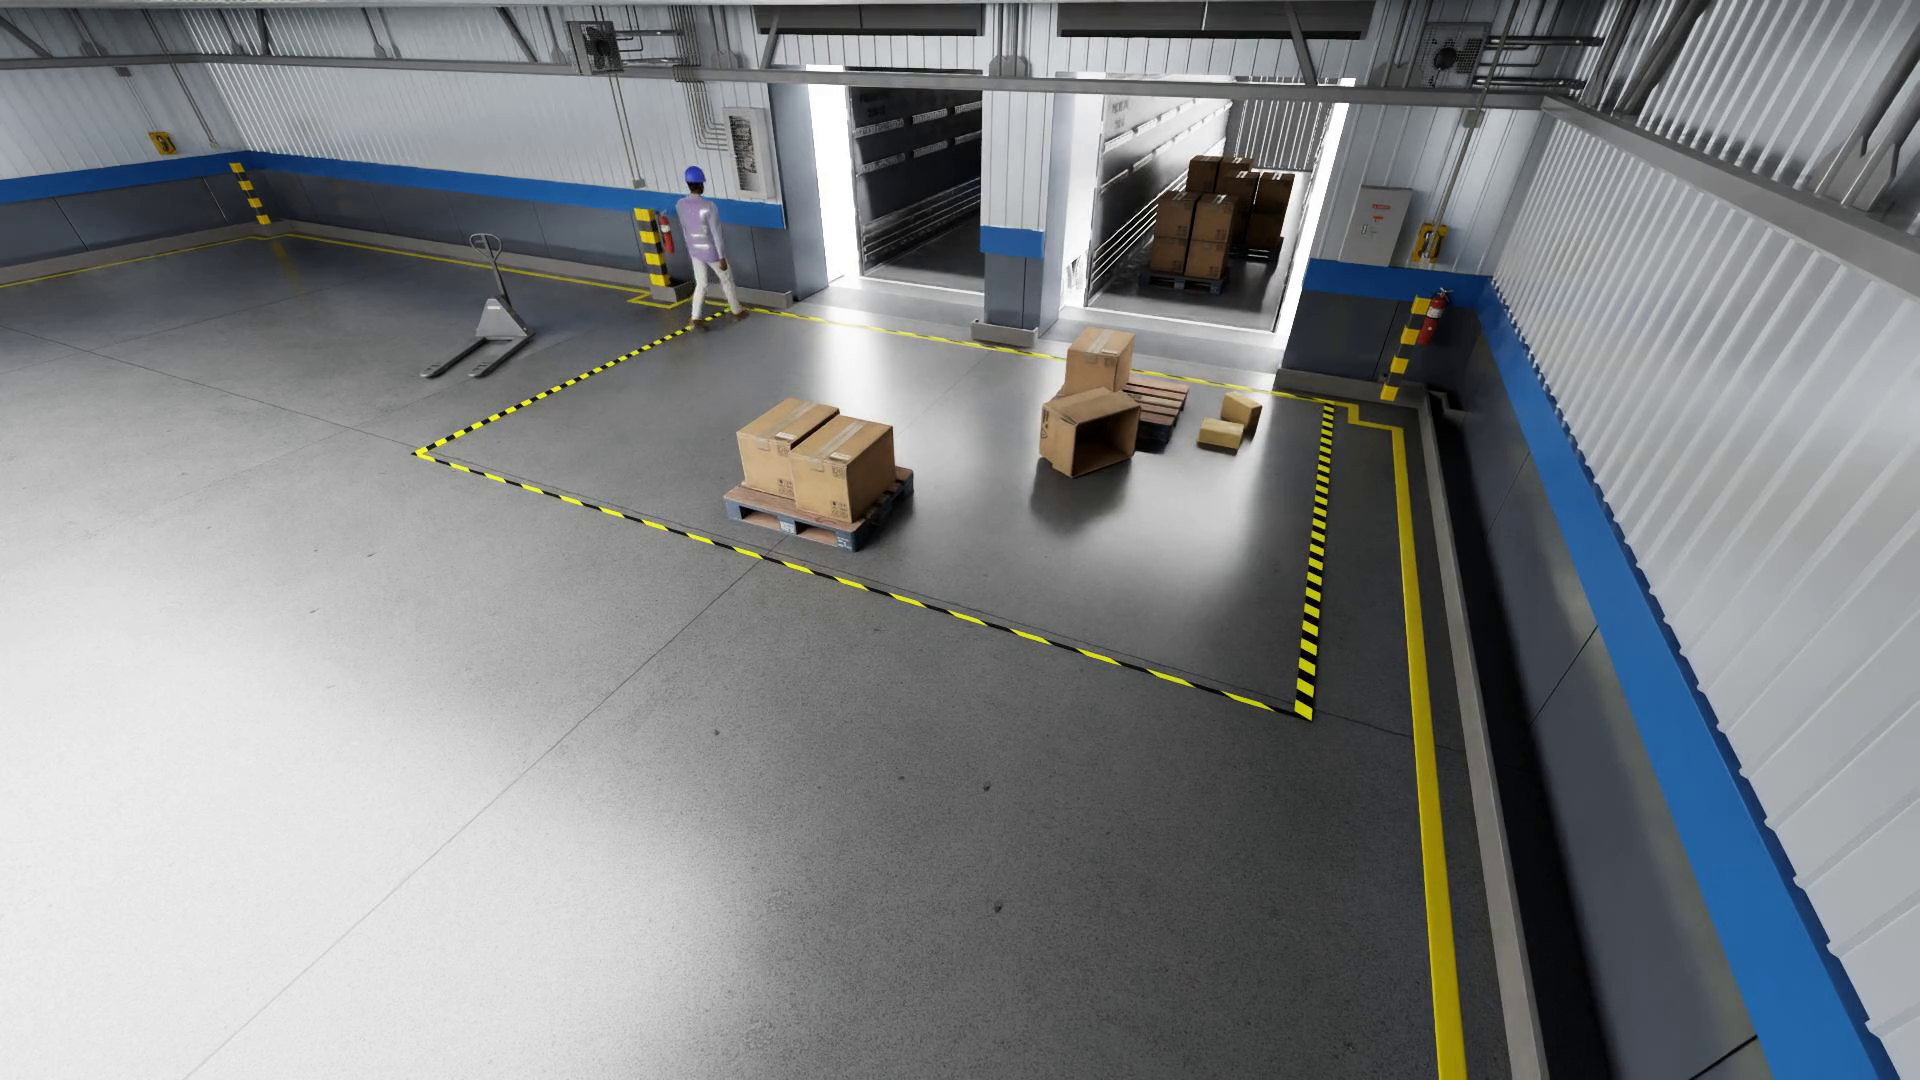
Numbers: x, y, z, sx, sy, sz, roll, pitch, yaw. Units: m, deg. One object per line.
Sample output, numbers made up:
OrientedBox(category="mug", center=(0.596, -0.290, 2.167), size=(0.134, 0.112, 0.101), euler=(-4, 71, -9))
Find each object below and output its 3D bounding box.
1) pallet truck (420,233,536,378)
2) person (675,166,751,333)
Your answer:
OrientedBox(category="pallet truck", center=(-5.664, -2.712, 8.427), size=(0.680, 1.201, 1.601), euler=(0, 35, -1))
OrientedBox(category="person", center=(-3.131, -3.567, 9.063), size=(0.621, 1.895, 0.979), euler=(13, 37, 18))
